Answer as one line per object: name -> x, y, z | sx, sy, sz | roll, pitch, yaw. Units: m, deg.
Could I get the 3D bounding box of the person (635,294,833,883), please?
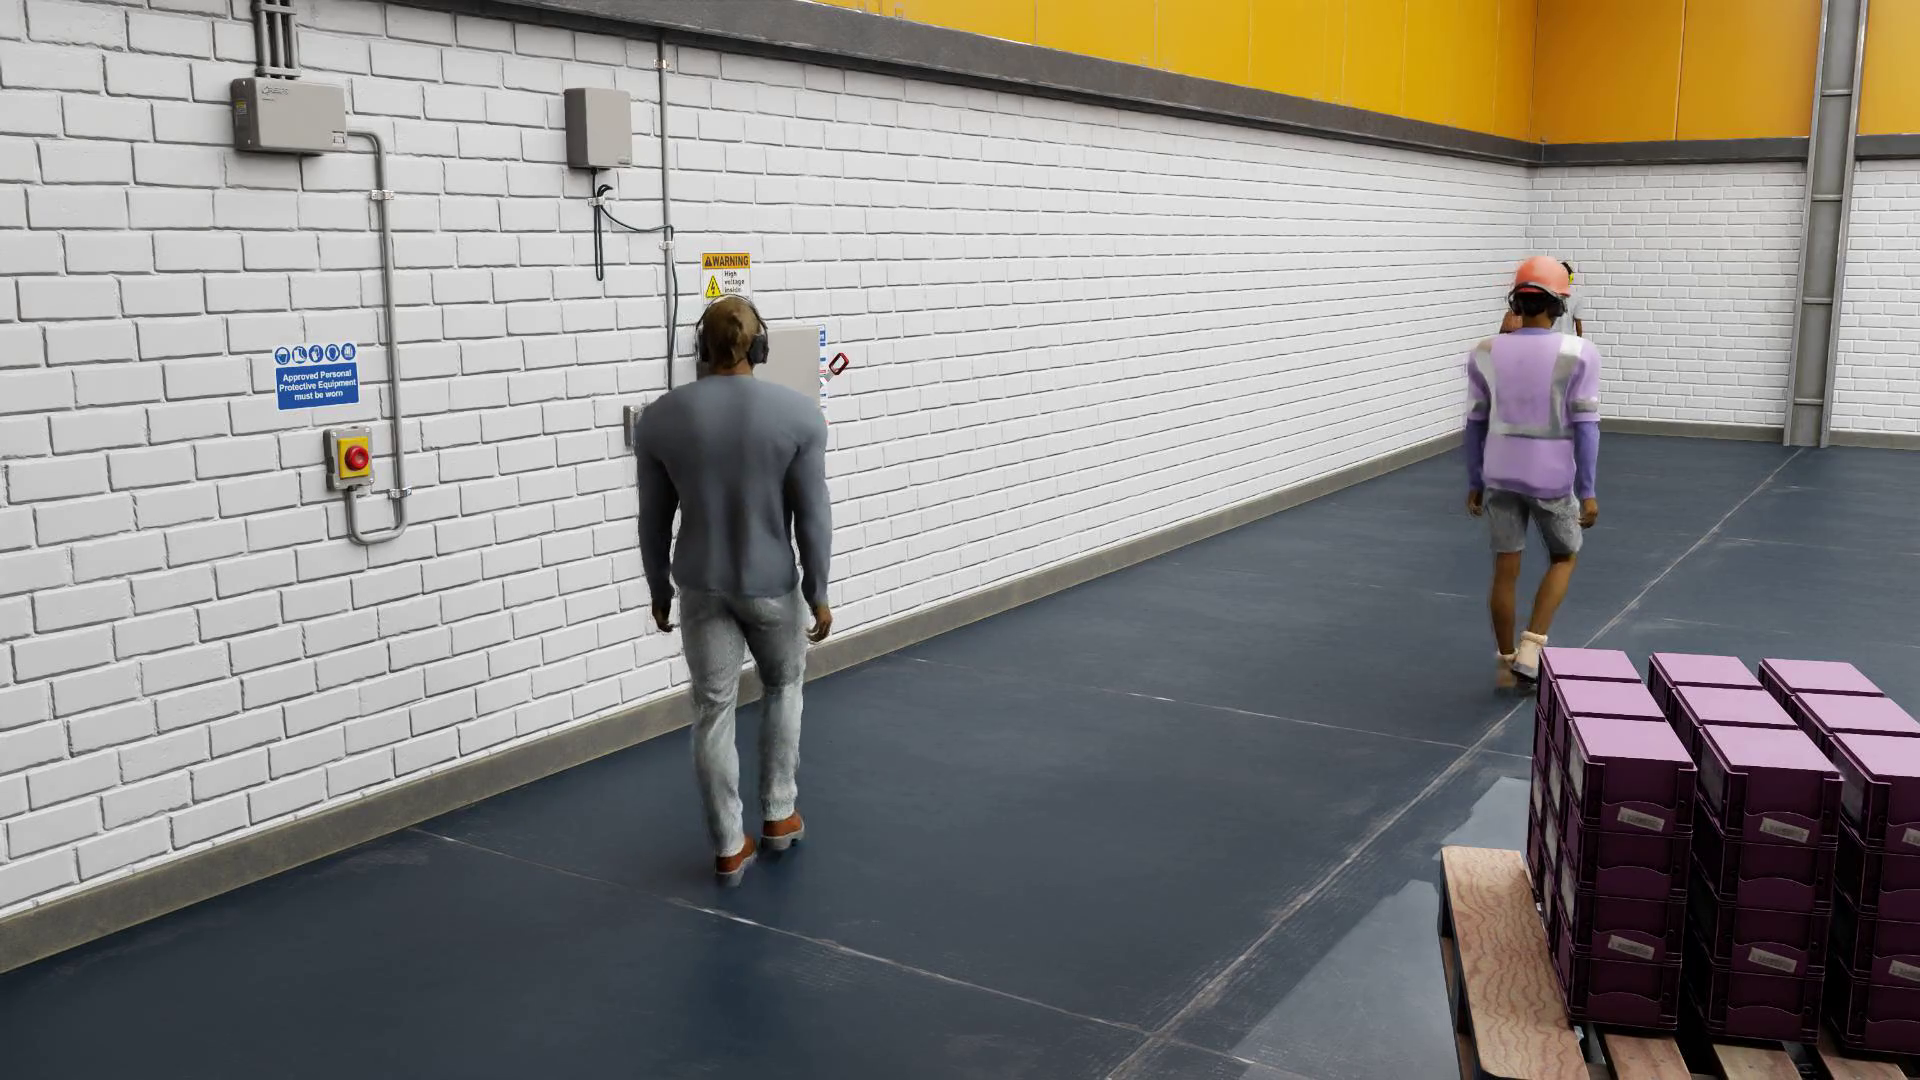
person -> -0.733, 0.146, 5.583 | 0.655, 1.921, 0.668 | 0, 10, 2

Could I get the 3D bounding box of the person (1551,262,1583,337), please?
person -> 6.427, -2.050, 17.905 | 0.533, 1.868, 0.310 | 5, 11, 24

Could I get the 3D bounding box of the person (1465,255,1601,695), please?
person -> 2.636, -0.280, 7.667 | 0.646, 2.024, 0.421 | 8, 13, 38

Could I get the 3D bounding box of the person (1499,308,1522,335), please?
person -> 4.285, -1.015, 12.926 | 0.514, 1.597, 0.833 | 5, 12, 27
